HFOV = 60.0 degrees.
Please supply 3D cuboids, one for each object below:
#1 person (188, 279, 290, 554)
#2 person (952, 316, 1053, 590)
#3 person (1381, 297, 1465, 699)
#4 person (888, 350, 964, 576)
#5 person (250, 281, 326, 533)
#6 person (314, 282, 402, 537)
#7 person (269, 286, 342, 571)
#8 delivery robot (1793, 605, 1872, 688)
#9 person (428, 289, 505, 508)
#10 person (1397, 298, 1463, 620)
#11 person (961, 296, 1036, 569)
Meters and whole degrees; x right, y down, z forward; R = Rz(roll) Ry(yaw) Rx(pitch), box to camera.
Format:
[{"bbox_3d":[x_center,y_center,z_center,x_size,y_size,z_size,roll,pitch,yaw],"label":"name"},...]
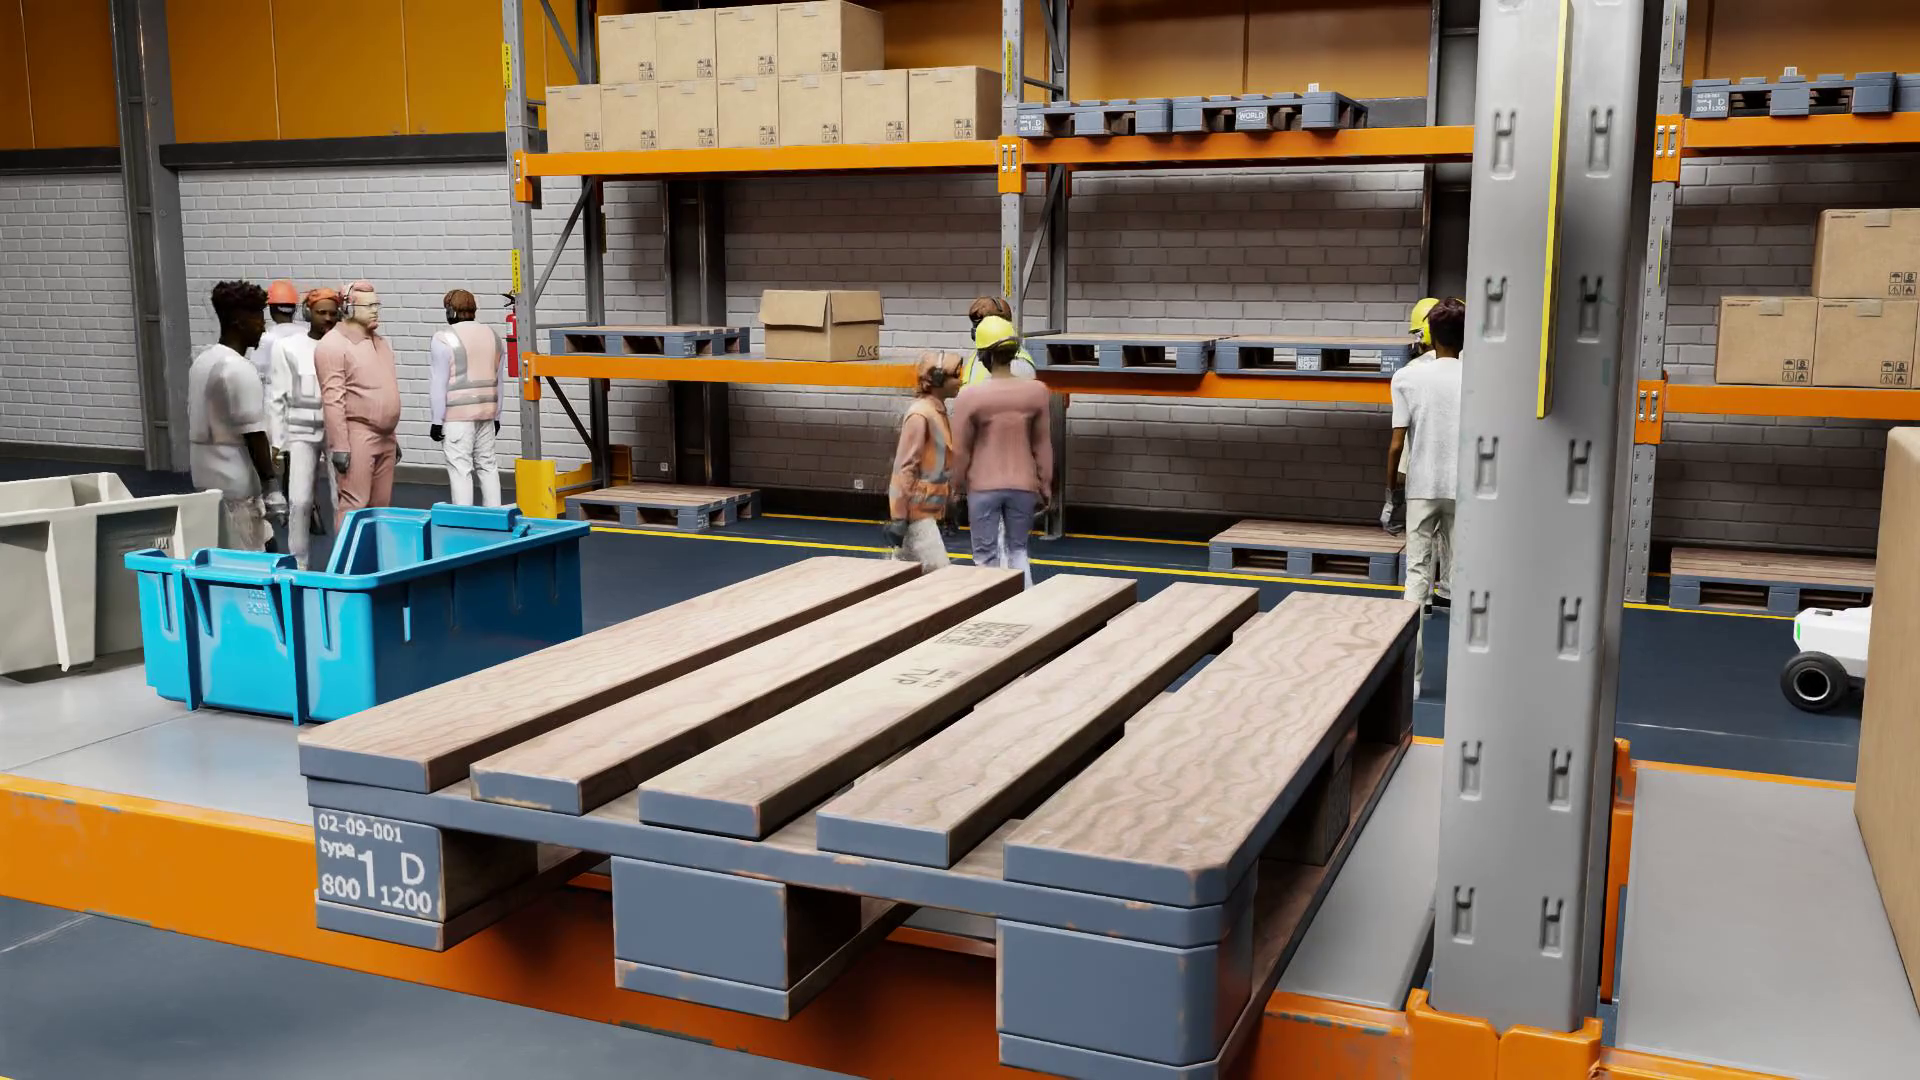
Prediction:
[{"bbox_3d":[-3.459,-0.273,7.987,0.418,1.943,0.598,-7,12,-35],"label":"person"},{"bbox_3d":[0.198,-0.268,8.531,0.553,1.749,0.359,-3,10,-20],"label":"person"},{"bbox_3d":[2.225,-0.183,7.695,0.532,1.865,0.311,2,10,12],"label":"person"},{"bbox_3d":[-0.112,-0.111,8.023,0.789,1.593,0.524,2,10,10],"label":"person"},{"bbox_3d":[-5.070,-1.002,12.552,0.977,1.890,0.558,8,12,40],"label":"person"},{"bbox_3d":[-3.595,-0.605,10.095,0.409,1.907,0.651,2,10,12],"label":"person"},{"bbox_3d":[-3.896,-0.609,10.204,0.633,1.875,0.416,-5,11,-27],"label":"person"},{"bbox_3d":[4.150,0.464,7.454,0.707,0.478,0.477,8,12,38],"label":"delivery robot"},{"bbox_3d":[-3.569,-0.887,12.021,0.430,1.837,0.632,6,11,31],"label":"person"},{"bbox_3d":[2.685,-0.458,9.470,0.586,1.822,0.403,-7,11,-34],"label":"person"},{"bbox_3d":[0.190,-0.467,9.502,0.429,1.837,0.629,-4,10,-23],"label":"person"}]
